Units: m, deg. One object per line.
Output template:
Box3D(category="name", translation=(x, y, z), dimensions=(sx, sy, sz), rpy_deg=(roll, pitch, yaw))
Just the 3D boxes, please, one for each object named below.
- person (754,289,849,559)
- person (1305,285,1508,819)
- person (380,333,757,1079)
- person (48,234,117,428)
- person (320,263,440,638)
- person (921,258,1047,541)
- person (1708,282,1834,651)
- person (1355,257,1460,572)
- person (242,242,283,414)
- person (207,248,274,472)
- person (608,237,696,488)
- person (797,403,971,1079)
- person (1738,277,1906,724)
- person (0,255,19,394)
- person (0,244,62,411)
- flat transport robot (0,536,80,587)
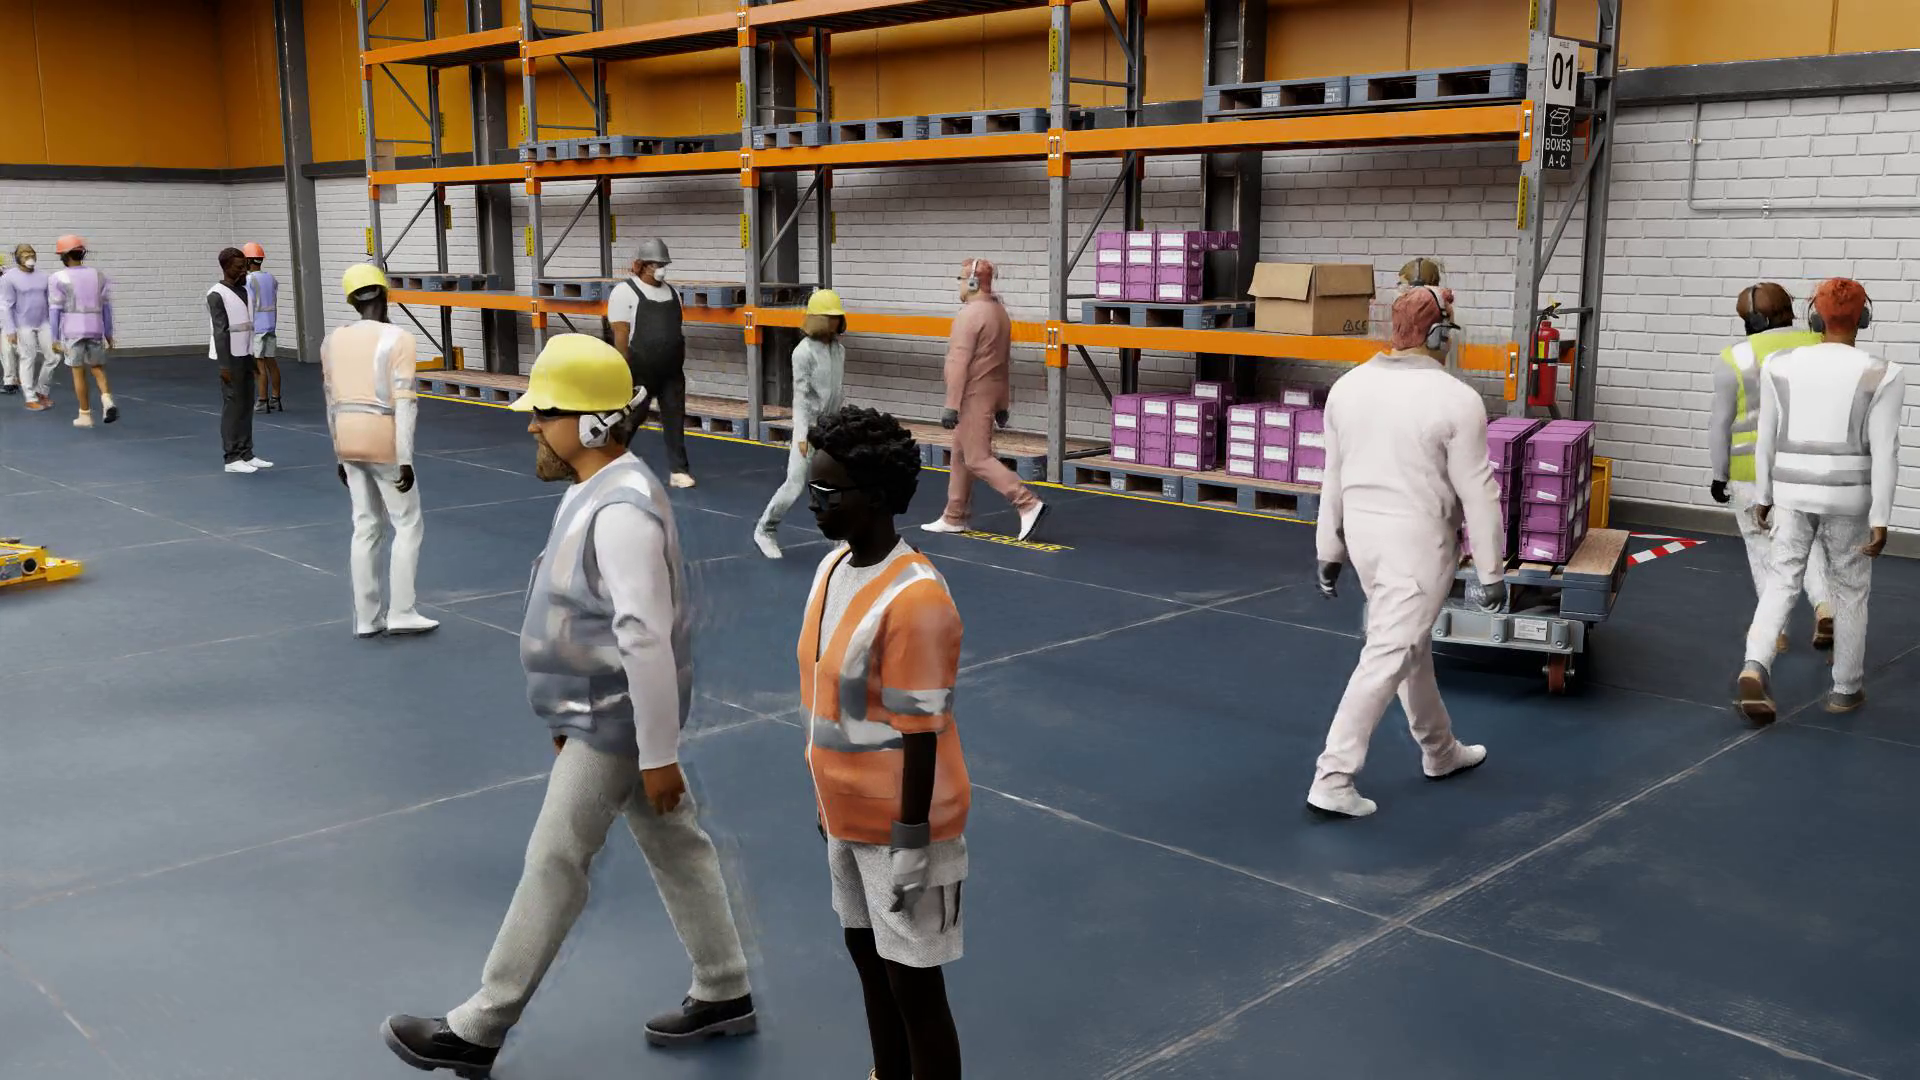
Box3D(category="person", translation=(-0.927, -0.691, 10.239), dimensions=(0.860, 1.709, 0.493), rpy_deg=(7, 12, 33))
Box3D(category="person", translation=(1.588, 0.042, 5.854), dimensions=(1.012, 1.856, 0.667), rpy_deg=(-6, 12, -31))
Box3D(category="person", translation=(-0.929, 0.409, 3.990), dimensions=(0.928, 1.785, 0.621), rpy_deg=(-3, 11, -14))
Box3D(category="person", translation=(-9.191, -2.174, 17.416), dimensions=(0.475, 2.031, 0.643), rpy_deg=(7, 13, 34))
Box3D(category="person", translation=(-2.965, -0.452, 8.437), dimensions=(0.611, 1.880, 0.525), rpy_deg=(4, 11, 19))
Box3D(category="person", translation=(0.158, -0.931, 11.076), dimensions=(0.874, 1.881, 0.644), rpy_deg=(3, 11, 18))
Box3D(category="person", translation=(3.924, -0.328, 7.987), dimensions=(0.656, 1.803, 0.543), rpy_deg=(1, 10, 3))
Box3D(category="person", translation=(2.754, -0.672, 9.601), dimensions=(0.860, 1.909, 0.628), rpy_deg=(7, 12, 33))
Box3D(category="person", translation=(-7.992, -2.405, 18.941), dimensions=(0.362, 1.938, 0.545), rpy_deg=(2, 11, 13))
Box3D(category="person", translation=(-6.211, -1.539, 14.300), dimensions=(0.420, 1.913, 0.618), rpy_deg=(0, 10, 1))
Box3D(category="person", translation=(-2.528, -1.452, 13.464), dimensions=(0.681, 2.000, 0.892), rpy_deg=(-9, 14, -40))
Box3D(category="person", translation=(-0.164, 0.563, 3.437), dimensions=(0.322, 1.689, 0.530), rpy_deg=(-5, 12, -27))
Box3D(category="person", translation=(3.554, -0.155, 6.900), dimensions=(0.582, 1.865, 0.833), rpy_deg=(9, 14, 41))
Box3D(category="person", translation=(-12.253, -2.748, 21.157), dimensions=(0.629, 1.801, 0.778), rpy_deg=(0, 10, -2))
Box3D(category="person", translation=(-10.704, -2.444, 19.192), dimensions=(0.451, 1.921, 0.653), rpy_deg=(6, 12, 28))
Box3D(category="flat transport robot", translation=(-5.778, 0.201, 9.278), dimensions=(0.652, 0.197, 1.431), rpy_deg=(5, 12, 26))
